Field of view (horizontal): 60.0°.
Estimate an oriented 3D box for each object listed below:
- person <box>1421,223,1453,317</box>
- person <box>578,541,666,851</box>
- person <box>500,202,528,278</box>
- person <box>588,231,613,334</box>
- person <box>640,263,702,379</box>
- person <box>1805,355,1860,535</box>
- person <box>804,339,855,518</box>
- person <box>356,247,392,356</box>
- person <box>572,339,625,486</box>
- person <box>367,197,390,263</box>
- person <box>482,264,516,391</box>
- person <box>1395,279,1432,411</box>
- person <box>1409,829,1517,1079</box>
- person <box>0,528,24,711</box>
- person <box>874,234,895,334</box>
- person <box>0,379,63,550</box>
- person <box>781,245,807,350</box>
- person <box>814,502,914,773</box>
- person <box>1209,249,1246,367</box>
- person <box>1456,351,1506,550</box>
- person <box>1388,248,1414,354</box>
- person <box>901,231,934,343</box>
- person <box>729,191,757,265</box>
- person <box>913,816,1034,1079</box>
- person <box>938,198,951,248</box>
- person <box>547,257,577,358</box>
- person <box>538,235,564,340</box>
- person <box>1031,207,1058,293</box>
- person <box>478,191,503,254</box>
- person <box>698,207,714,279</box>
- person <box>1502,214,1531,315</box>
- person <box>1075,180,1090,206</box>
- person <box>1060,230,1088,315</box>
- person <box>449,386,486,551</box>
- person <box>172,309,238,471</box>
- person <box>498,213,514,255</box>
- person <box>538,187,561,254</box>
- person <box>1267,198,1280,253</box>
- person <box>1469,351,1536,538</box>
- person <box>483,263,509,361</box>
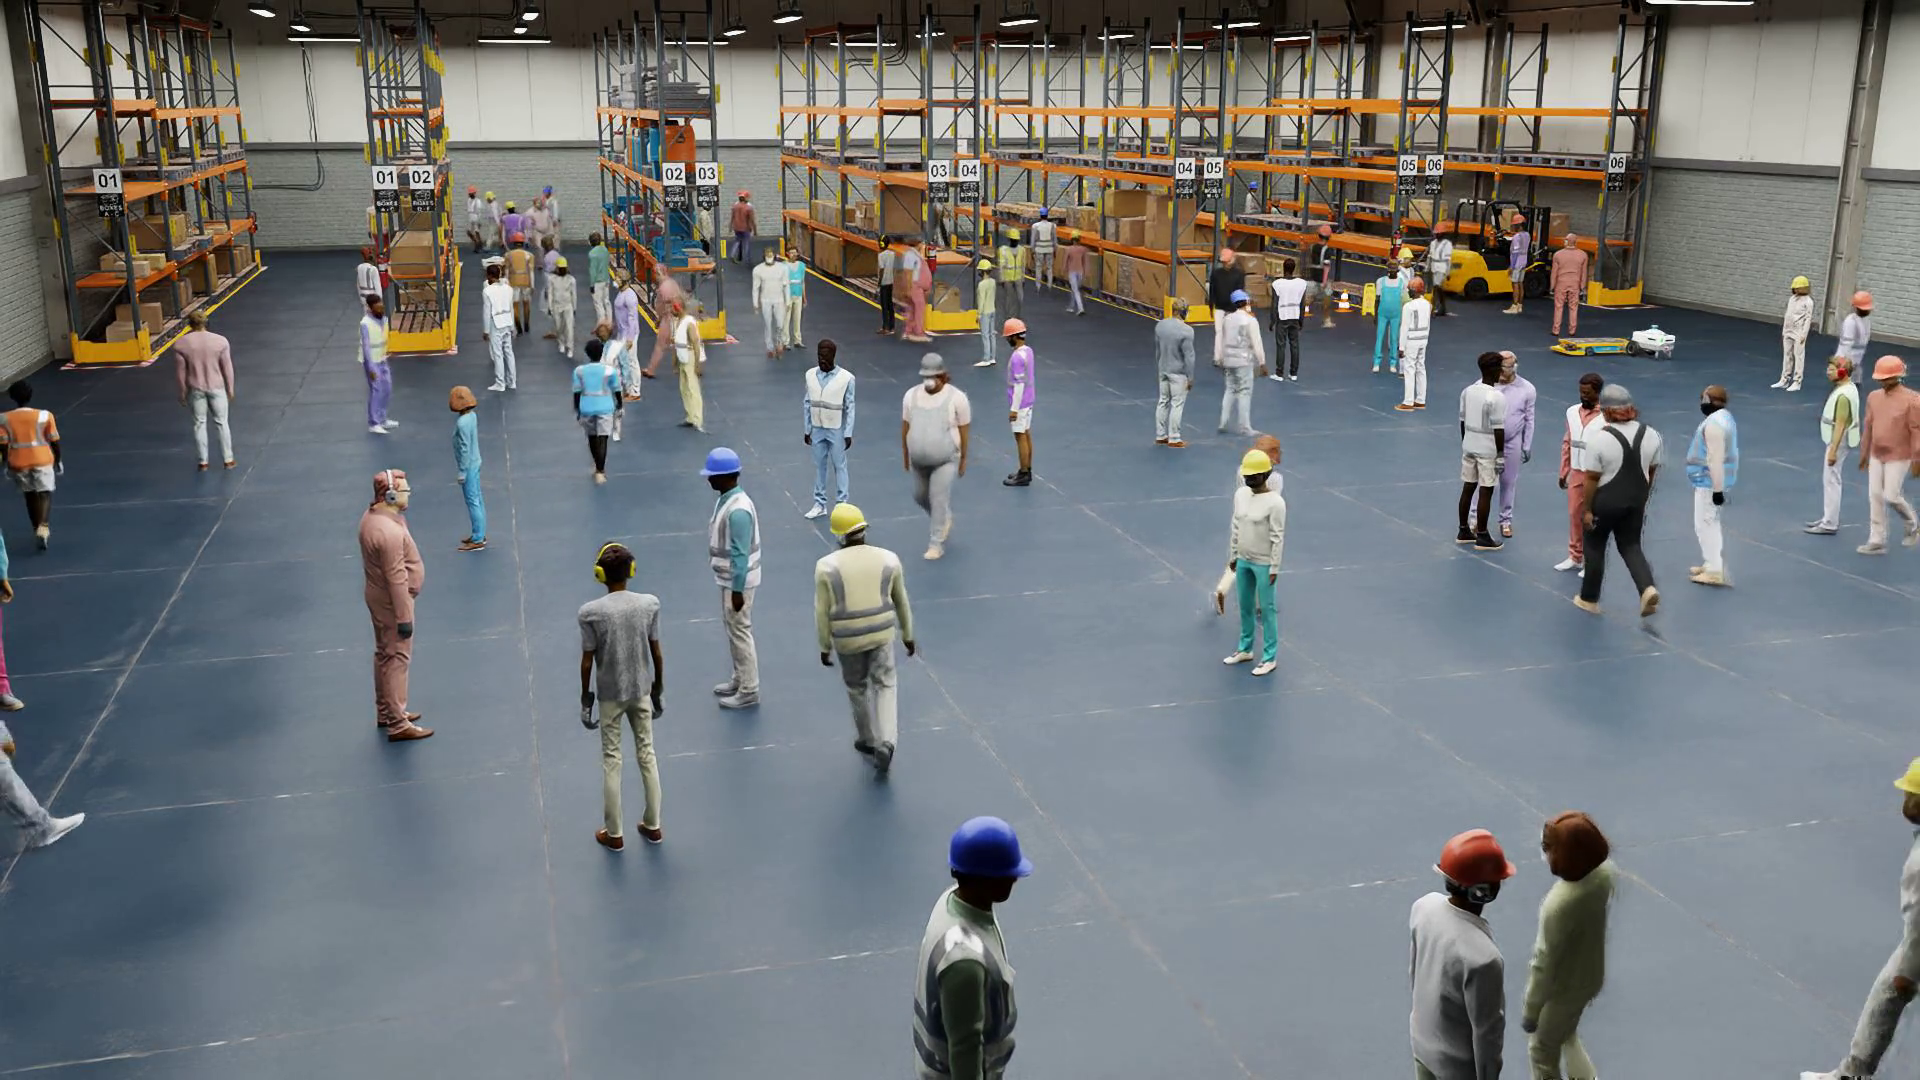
[{"bbox_3d":[9.625,-5.461,33.760,0.926,1.894,0.561,-6,16,-21],"label":"person"},{"bbox_3d":[-1.991,0.922,9.816,0.511,1.863,0.328,-8,17,-27],"label":"person"},{"bbox_3d":[-10.991,-7.386,41.068,0.635,1.878,0.681,-5,16,-20],"label":"person"},{"bbox_3d":[-6.806,-4.856,31.427,0.370,1.932,0.636,5,16,17],"label":"person"},{"bbox_3d":[-4.606,-3.451,26.326,1.079,1.840,0.627,3,15,9],"label":"person"},{"bbox_3d":[8.945,-0.961,16.944,0.390,1.837,0.573,8,17,27],"label":"person"},{"bbox_3d":[-1.378,-1.167,17.563,0.591,1.920,0.392,7,16,23],"label":"person"},{"bbox_3d":[-10.152,-4.114,28.718,0.584,1.882,0.344,11,19,36],"label":"person"},{"bbox_3d":[-4.183,-1.510,19.355,0.551,1.645,0.897,1,15,5],"label":"person"},{"bbox_3d":[-15.229,-8.128,43.685,0.639,1.953,0.948,-5,16,-18],"label":"person"},{"bbox_3d":[-7.017,-3.237,25.371,0.377,1.912,0.589,7,16,25],"label":"person"},{"bbox_3d":[6.474,-2.774,23.706,0.572,1.876,0.345,-12,19,-37],"label":"person"},{"bbox_3d":[1.887,1.912,6.283,0.323,1.755,0.563,-3,15,-13],"label":"person"},{"bbox_3d":[-7.069,0.318,11.859,0.402,1.987,0.608,7,16,25],"label":"person"},{"bbox_3d":[-1.422,-4.826,31.416,0.328,1.876,0.513,8,17,28],"label":"person"},{"bbox_3d":[-9.192,-0.746,16.449,0.541,1.675,0.772,-4,15,-16],"label":"person"},{"bbox_3d":[-2.981,-4.307,29.524,0.566,1.843,0.389,-12,19,-38],"label":"person"},{"bbox_3d":[-0.610,0.652,10.960,0.654,1.799,0.697,-5,16,-19],"label":"person"},{"bbox_3d":[4.457,-3.882,27.771,0.632,1.938,1.047,4,15,15],"label":"person"},{"bbox_3d":[5.170,-0.888,16.419,0.367,1.967,0.603,-6,16,-22],"label":"person"},{"bbox_3d":[7.716,-4.171,29.025,0.590,1.837,0.403,-12,19,-38],"label":"person"},{"bbox_3d":[-0.800,-4.663,30.483,0.640,2.000,0.706,2,15,8],"label":"person"},{"bbox_3d":[-5.788,-8.267,44.186,0.664,1.969,0.839,7,16,25],"label":"person"},{"bbox_3d":[0.044,1.898,6.004,0.425,1.938,0.603,0,15,0],"label":"person"},{"bbox_3d":[-0.475,-9.595,49.446,0.430,1.835,0.632,7,16,25],"label":"person"},{"bbox_3d":[-6.870,-4.048,28.785,0.489,1.716,0.722,-3,15,-11],"label":"person"},{"bbox_3d":[-7.521,-4.623,30.541,0.395,1.927,0.667,0,15,-1],"label":"person"},{"bbox_3d":[1.924,-6.618,38.022,0.615,1.943,0.409,-2,15,-7],"label":"person"},{"bbox_3d":[-13.335,-9.024,47.382,0.893,1.783,0.600,-1,15,-5],"label":"person"},{"bbox_3d":[-6.261,-7.467,41.153,0.415,1.985,0.611,-1,15,-5],"label":"person"},{"bbox_3d":[11.484,-5.678,34.305,0.377,2.041,0.607,12,19,39],"label":"person"},{"bbox_3d":[3.765,-10.072,51.060,0.589,1.924,0.384,-12,19,-38],"label":"person"},{"bbox_3d":[2.392,-5.505,34.271,0.522,1.723,0.900,-7,17,-25],"label":"person"},{"bbox_3d":[-4.855,-0.710,16.388,0.285,1.633,0.498,-2,15,-7],"label":"person"},{"bbox_3d":[-9.004,-1.791,19.876,0.629,1.939,0.365,-5,16,-17],"label":"person"},{"bbox_3d":[-11.201,-7.284,41.196,0.531,1.602,0.584,7,16,23],"label":"person"},{"bbox_3d":[-11.741,-9.082,47.356,0.634,1.912,0.793,12,19,37],"label":"person"},{"bbox_3d":[8.861,-8.826,46.954,0.290,1.629,0.498,4,15,15],"label":"person"},{"bbox_3d":[5.458,-0.970,16.847,0.650,1.904,0.401,5,16,18],"label":"person"},{"bbox_3d":[-7.849,-3.871,28.260,0.305,1.645,0.522,13,20,40],"label":"person"}]
